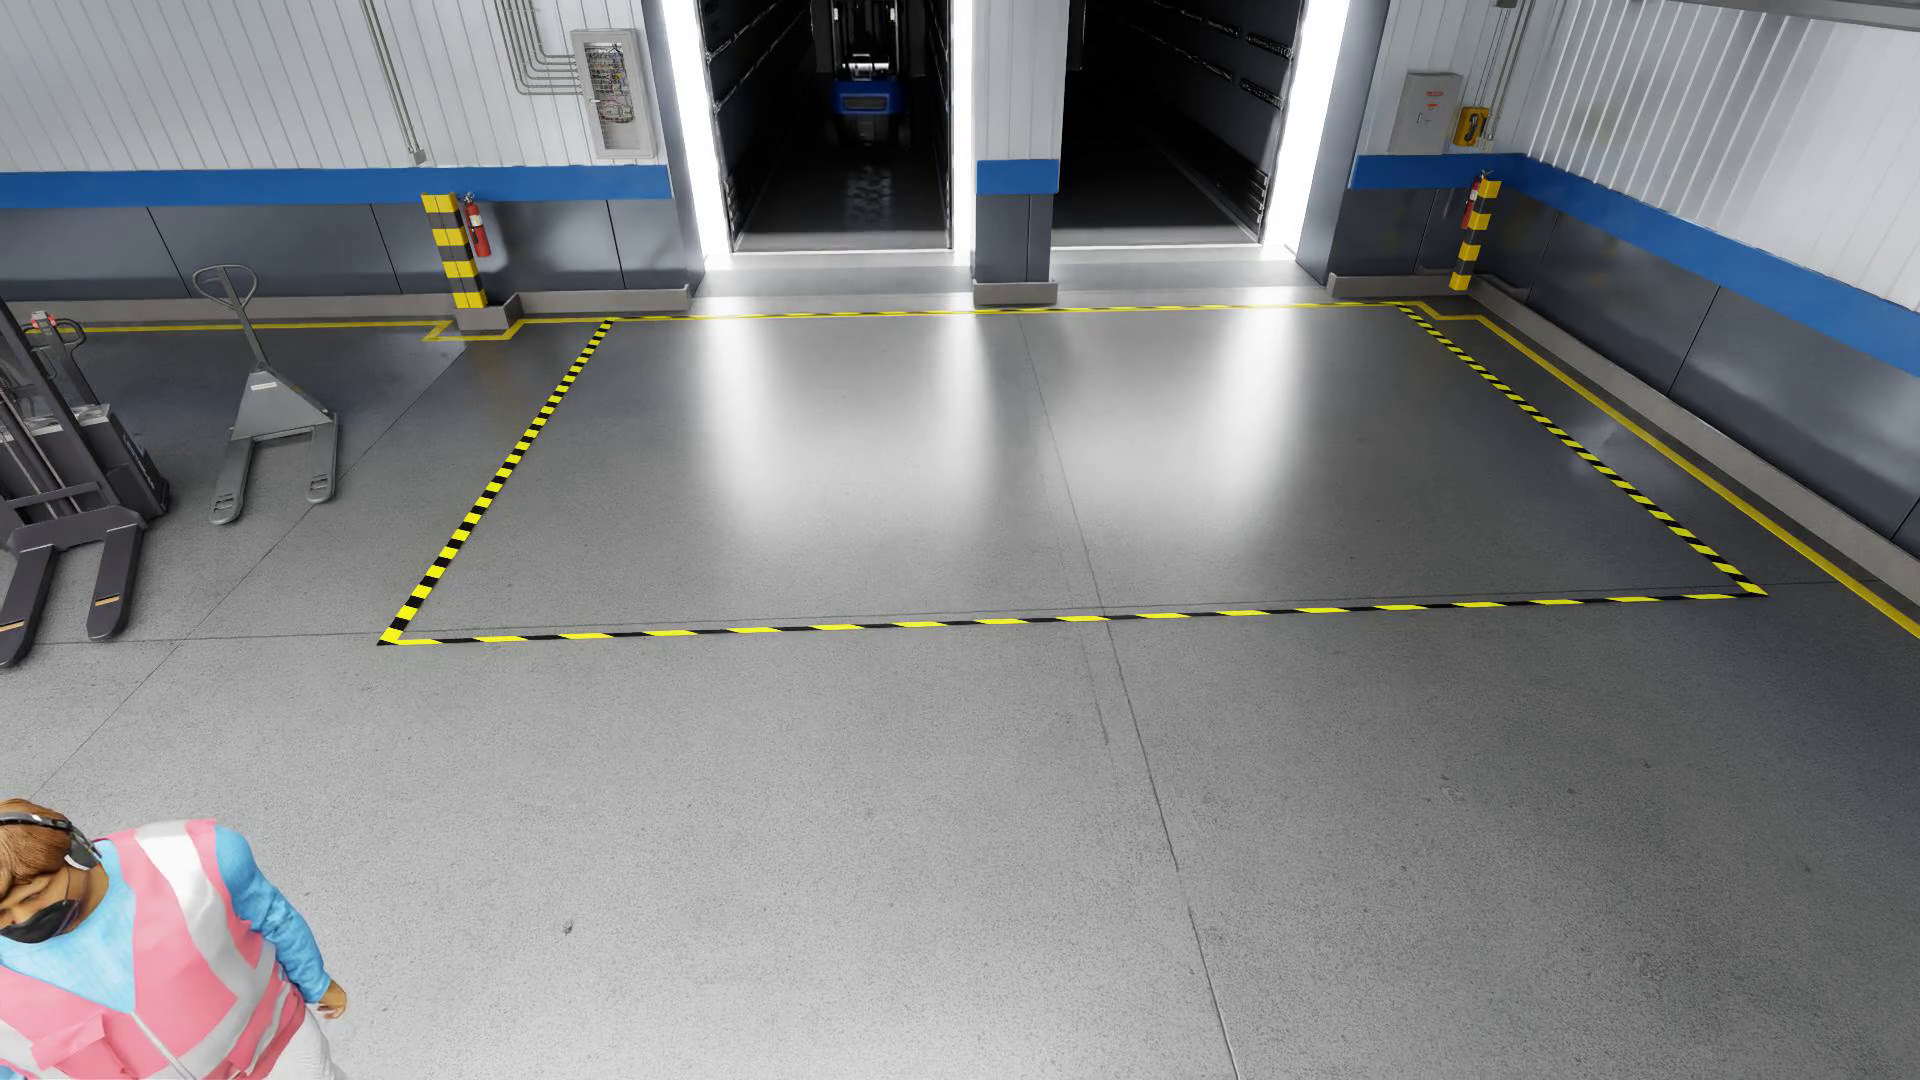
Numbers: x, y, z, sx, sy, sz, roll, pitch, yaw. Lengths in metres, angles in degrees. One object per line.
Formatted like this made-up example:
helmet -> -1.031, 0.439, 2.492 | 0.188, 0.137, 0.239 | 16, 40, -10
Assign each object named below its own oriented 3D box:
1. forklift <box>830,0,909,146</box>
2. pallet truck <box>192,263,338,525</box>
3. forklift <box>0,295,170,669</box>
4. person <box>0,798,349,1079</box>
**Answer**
forklift -> -1.439, -7.656, 14.679 | 1.157, 2.036, 2.680 | 0, 35, 0
pallet truck -> -4.778, -1.027, 6.128 | 0.680, 1.201, 1.601 | -17, 38, -23
forklift -> -5.212, -0.618, 4.878 | 0.823, 1.965, 1.885 | -20, 39, -26
person -> -1.884, 1.289, 2.273 | 0.429, 1.841, 0.633 | 26, 43, 33
